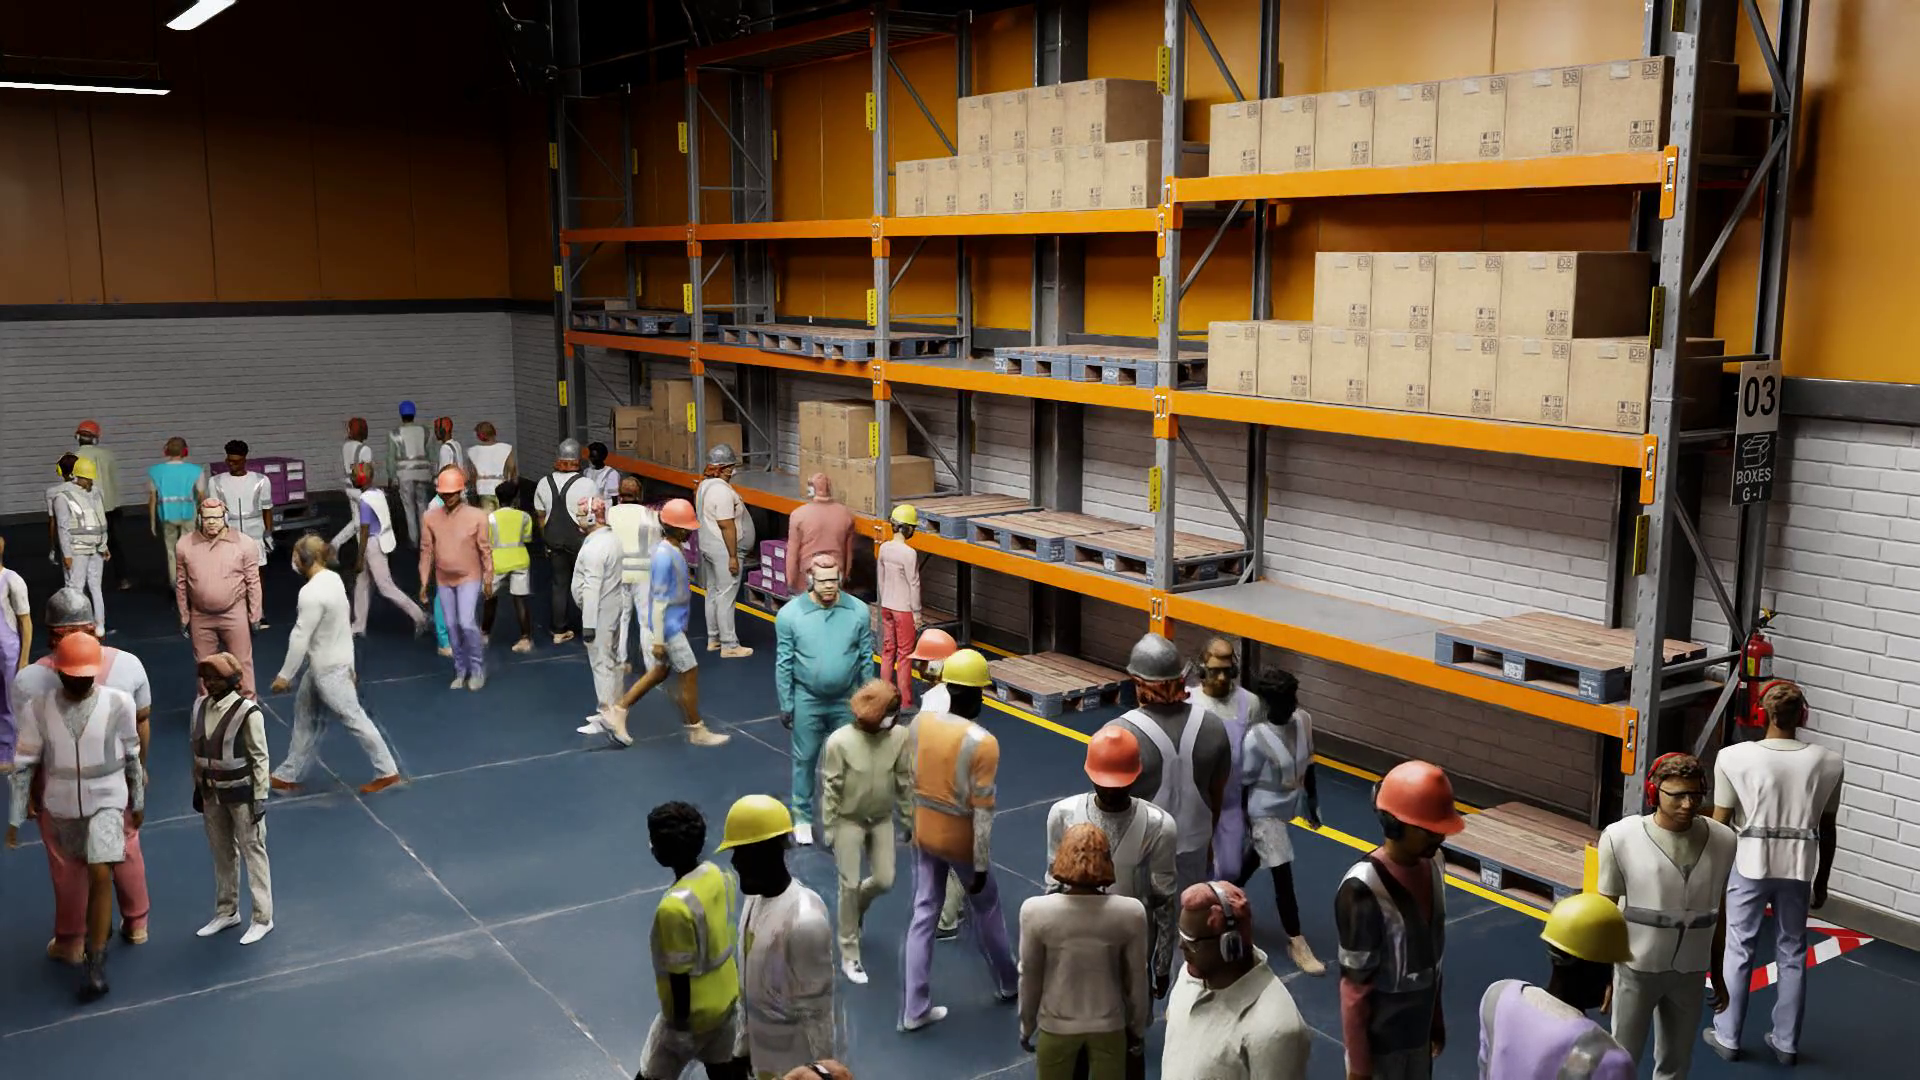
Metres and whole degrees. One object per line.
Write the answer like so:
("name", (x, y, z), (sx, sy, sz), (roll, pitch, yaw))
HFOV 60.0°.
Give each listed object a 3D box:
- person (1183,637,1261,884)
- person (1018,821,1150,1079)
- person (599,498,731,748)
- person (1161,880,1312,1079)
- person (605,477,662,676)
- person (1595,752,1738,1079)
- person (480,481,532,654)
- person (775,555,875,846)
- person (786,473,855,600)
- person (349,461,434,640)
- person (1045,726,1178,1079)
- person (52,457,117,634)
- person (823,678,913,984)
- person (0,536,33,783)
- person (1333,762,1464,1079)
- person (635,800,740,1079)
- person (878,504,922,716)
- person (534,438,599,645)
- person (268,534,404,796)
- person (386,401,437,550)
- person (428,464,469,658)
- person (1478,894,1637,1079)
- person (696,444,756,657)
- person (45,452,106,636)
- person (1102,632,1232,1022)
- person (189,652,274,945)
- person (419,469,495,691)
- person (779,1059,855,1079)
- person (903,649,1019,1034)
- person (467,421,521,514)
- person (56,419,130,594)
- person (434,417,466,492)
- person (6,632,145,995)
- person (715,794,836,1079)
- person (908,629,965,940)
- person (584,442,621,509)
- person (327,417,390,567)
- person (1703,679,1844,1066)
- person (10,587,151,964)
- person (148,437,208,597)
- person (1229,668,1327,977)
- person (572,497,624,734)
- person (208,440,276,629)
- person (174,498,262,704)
("person", (1.349, 1.377, 8.991), (0.530, 1.823, 0.694), (-1, 10, -5))
("person", (0.483, 1.903, 6.492), (0.514, 1.621, 0.315), (-1, 10, -3))
("person", (-2.315, 0.651, 12.796), (0.960, 1.991, 0.627), (-1, 10, -4))
("person", (0.812, 1.982, 5.228), (0.401, 1.894, 0.653), (-4, 10, -20))
("person", (-2.948, 0.345, 15.020), (0.629, 1.836, 0.429), (2, 10, 11))
("person", (2.835, 1.744, 6.749), (0.569, 1.845, 0.384), (-1, 10, -7))
("person", (-4.377, 0.258, 16.061), (0.539, 1.637, 0.759), (-6, 11, -30))
("person", (-0.864, 1.032, 10.788), (0.648, 1.899, 0.400), (-2, 10, -14))
("person", (-1.255, 0.341, 14.882), (0.668, 1.882, 0.451), (-4, 11, -24))
("person", (-5.725, 0.114, 16.481), (0.925, 1.806, 0.574), (-1, 10, -8))
("person", (0.613, 1.690, 6.855), (0.549, 1.926, 0.388), (2, 10, 13))
("person", (-8.714, 0.081, 16.592), (0.404, 1.820, 0.591), (2, 10, 13))
("person", (-0.514, 1.499, 8.888), (0.515, 1.615, 0.530), (-4, 11, -24))
("person", (-6.934, 0.844, 12.042), (0.508, 1.842, 0.332), (4, 10, 22))
("person", (1.596, 1.777, 6.037), (0.410, 2.030, 0.611), (9, 13, 43))
("person", (-1.130, 1.843, 6.645), (0.639, 1.670, 0.555), (2, 10, 13))
("person", (-0.478, 0.581, 13.840), (0.323, 1.761, 0.523), (-7, 12, -36))
("person", (-3.779, 0.011, 16.352), (0.688, 2.000, 0.539), (3, 10, 19))
("person", (-4.456, 0.894, 11.671), (1.050, 1.890, 0.641), (-2, 10, -13))
("person", (-7.180, -0.851, 21.731), (0.611, 1.929, 0.633), (-8, 12, -38))
("person", (-4.844, 0.187, 15.893), (0.346, 1.845, 0.505), (4, 10, 21))
("person", (1.820, 1.998, 5.080), (0.399, 1.912, 0.592), (-4, 11, -23))
("person", (-2.224, 0.088, 15.900), (0.538, 2.000, 0.684), (-5, 11, -28))
("person", (-8.804, 0.059, 16.572), (0.515, 1.872, 0.328), (-8, 12, -38))
("person", (0.912, 1.436, 7.991), (0.684, 2.000, 0.538), (-4, 10, -21))
("person", (-4.052, 1.424, 9.238), (0.524, 1.637, 0.306), (4, 10, 22))
("person", (-4.412, 0.356, 14.542), (0.616, 1.974, 0.553), (1, 10, 9))
("person", (-0.364, 2.213, 4.641), (0.315, 1.630, 0.512), (-8, 13, -40))
("person", (0.036, 1.463, 8.312), (0.590, 1.879, 0.935), (8, 12, 39))
("person", (-5.674, -0.545, 20.316), (0.619, 1.809, 0.437), (0, 10, 1))
("person", (-9.781, -0.362, 18.721), (0.409, 1.988, 0.719), (4, 11, 24))
("person", (-6.188, -0.557, 20.173), (0.363, 1.879, 0.584), (-1, 10, -4))
("person", (-4.651, 1.389, 8.760), (0.627, 1.881, 0.965), (-3, 10, -17))
("person", (-0.662, 1.850, 5.967), (0.426, 1.896, 0.616), (-5, 11, -26))
("person", (-0.128, 1.356, 9.296), (0.327, 1.753, 0.563), (2, 10, 12))
("person", (-4.128, -0.295, 19.186), (0.536, 1.691, 0.319), (6, 11, 33))
("person", (-7.361, -0.561, 20.241), (0.583, 1.862, 0.748), (8, 13, 40))
("person", (3.803, 1.570, 7.804), (0.562, 1.837, 0.388), (1, 10, 8))
("person", (-4.787, 1.255, 9.049), (0.538, 2.000, 0.690), (9, 13, 41))
("person", (-8.617, -0.233, 18.400), (0.595, 1.824, 0.635), (-3, 10, -17))
("person", (1.650, 1.459, 9.025), (0.523, 1.639, 0.867), (-9, 13, -42))
("person", (-2.907, 0.595, 13.341), (0.399, 1.902, 0.643), (0, 10, 2))
("person", (-7.310, -0.051, 16.944), (0.608, 1.962, 0.374), (-4, 10, -22))
("person", (-5.927, 0.603, 13.315), (0.643, 1.901, 0.397), (-2, 10, -12))
